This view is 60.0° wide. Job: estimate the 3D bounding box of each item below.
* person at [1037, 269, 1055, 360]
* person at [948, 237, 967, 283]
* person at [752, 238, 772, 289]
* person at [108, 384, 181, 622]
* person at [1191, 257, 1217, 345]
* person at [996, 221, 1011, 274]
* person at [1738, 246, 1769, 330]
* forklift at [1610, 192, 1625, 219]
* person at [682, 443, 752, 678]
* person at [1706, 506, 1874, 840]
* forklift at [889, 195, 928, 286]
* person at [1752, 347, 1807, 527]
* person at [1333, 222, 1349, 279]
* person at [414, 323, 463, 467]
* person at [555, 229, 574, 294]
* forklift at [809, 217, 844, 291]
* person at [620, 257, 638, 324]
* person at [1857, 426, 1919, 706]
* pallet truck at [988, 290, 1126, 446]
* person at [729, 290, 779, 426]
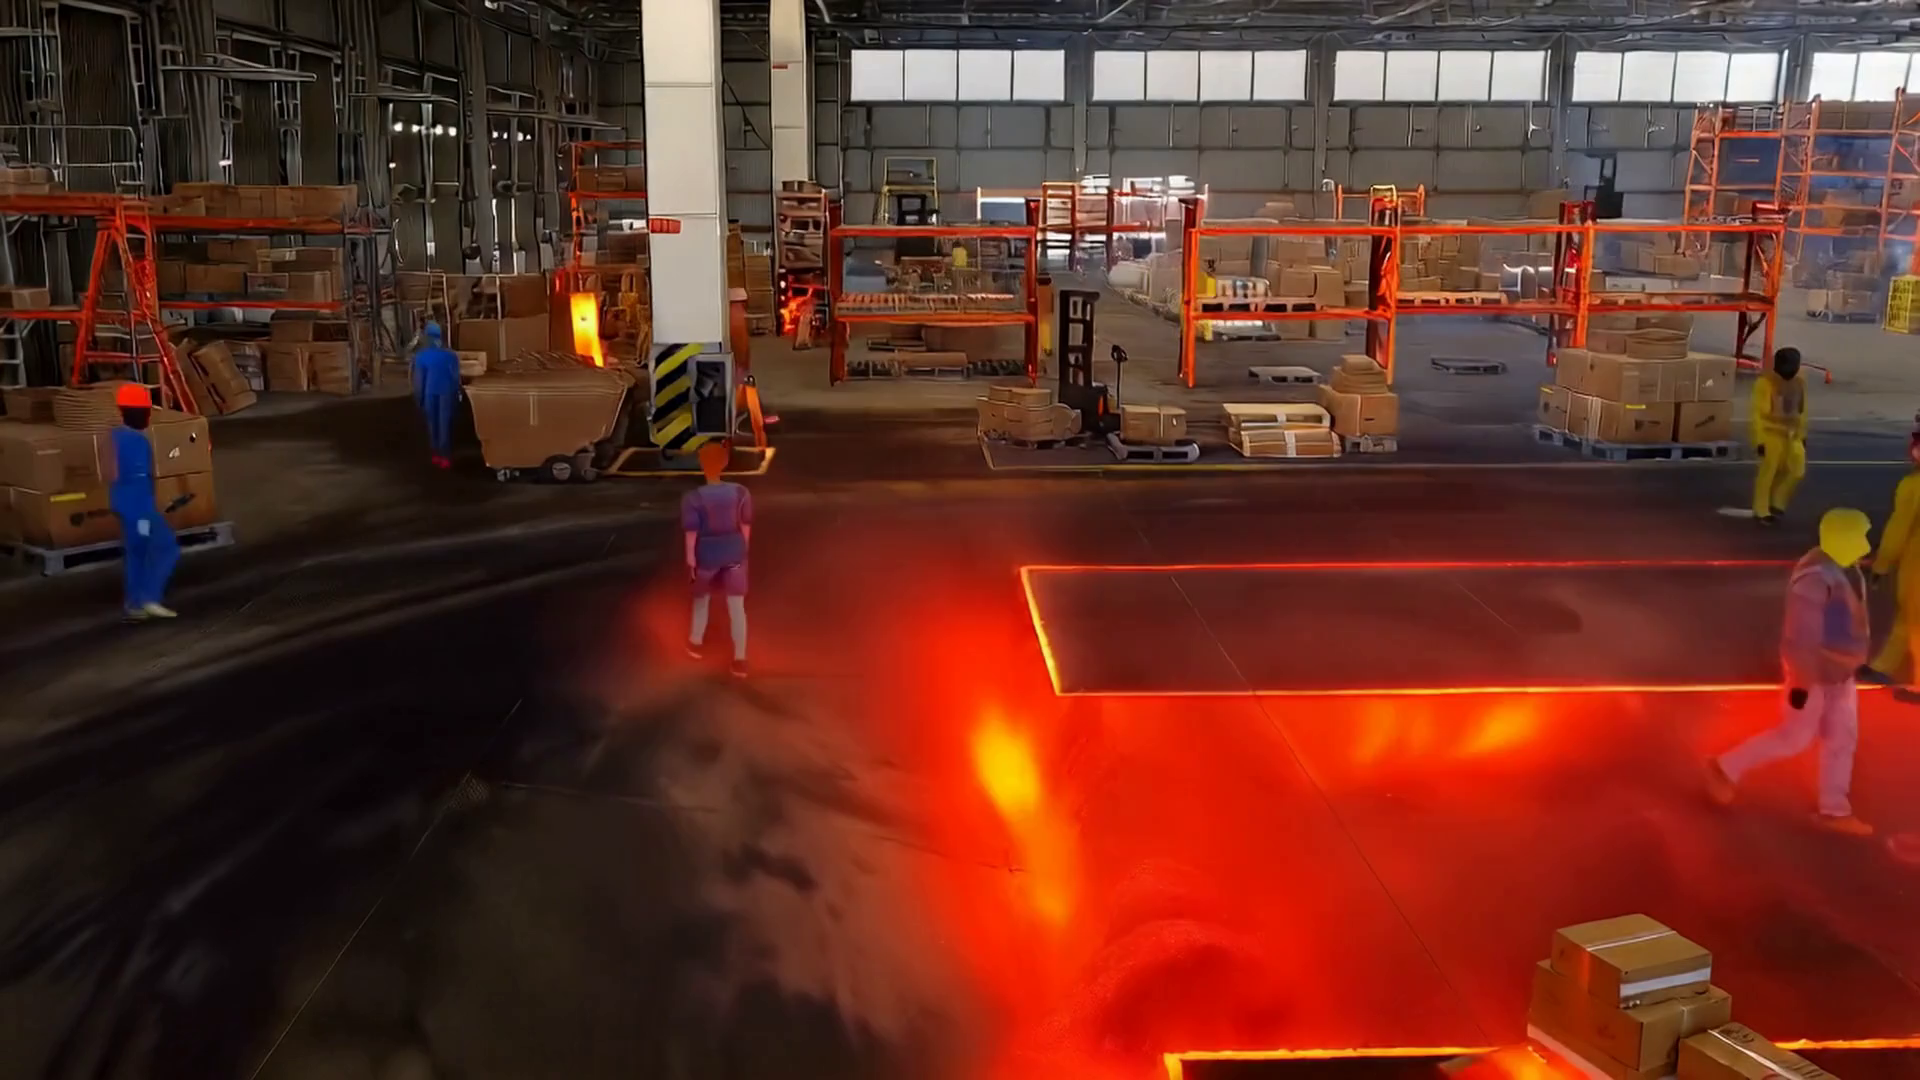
[{"bbox_3d":[1.580,-4.351,32.011,0.494,1.717,0.756,-5,14,-23],"label":"person"},{"bbox_3d":[-0.124,-6.799,42.608,0.699,1.913,0.657,7,14,29],"label":"person"},{"bbox_3d":[-5.789,-8.229,49.805,0.900,1.581,0.528,-1,13,-4],"label":"person"},{"bbox_3d":[-6.475,-0.282,13.211,0.515,1.906,0.617,-10,16,-38],"label":"person"},{"bbox_3d":[5.117,-4.948,34.459,0.476,1.834,0.510,12,17,43],"label":"person"},{"bbox_3d":[1.514,-10.284,58.297,0.356,1.938,0.633,-12,17,-42],"label":"person"},{"bbox_3d":[18.148,-5.790,38.116,0.572,1.884,0.972,-2,13,-7],"label":"person"},{"bbox_3d":[23.588,-11.172,60.163,1.873,2.768,1.129,0,12,-2],"label":"forklift"},{"bbox_3d":[-1.758,0.121,11.961,0.543,1.646,0.892,-6,14,-25],"label":"person"},{"bbox_3d":[4.601,0.687,9.071,0.621,1.817,0.804,-11,17,-41],"label":"person"},{"bbox_3d":[-1.485,-9.378,52.064,1.129,2.768,1.873,-4,13,-19],"label":"forklift"},{"bbox_3d":[8.258,-1.027,16.750,0.658,1.828,0.480,-4,13,-19],"label":"person"},{"bbox_3d":[12.612,-9.559,55.075,0.387,1.918,0.593,-7,14,-30],"label":"person"},{"bbox_3d":[-6.376,-1.790,20.427,0.528,1.734,0.790,-1,13,-6],"label":"person"},{"bbox_3d":[-11.475,-8.059,48.300,0.566,1.919,0.631,-7,14,-28],"label":"person"},{"bbox_3d":[-4.375,-8.619,48.637,1.873,2.768,1.129,0,12,-2],"label":"forklift"},{"bbox_3d":[-6.664,-4.751,33.444,0.358,1.881,0.574,1,13,4],"label":"person"},{"bbox_3d":[6.364,0.149,11.237,0.658,1.913,0.805,-7,14,-29],"label":"person"},{"bbox_3d":[1.257,-2.299,22.111,1.885,1.965,0.823,-9,15,-35],"label":"pallet truck"},{"bbox_3d":[-3.107,-2.519,23.243,1.055,1.943,0.634,-3,13,-13],"label":"person"}]
